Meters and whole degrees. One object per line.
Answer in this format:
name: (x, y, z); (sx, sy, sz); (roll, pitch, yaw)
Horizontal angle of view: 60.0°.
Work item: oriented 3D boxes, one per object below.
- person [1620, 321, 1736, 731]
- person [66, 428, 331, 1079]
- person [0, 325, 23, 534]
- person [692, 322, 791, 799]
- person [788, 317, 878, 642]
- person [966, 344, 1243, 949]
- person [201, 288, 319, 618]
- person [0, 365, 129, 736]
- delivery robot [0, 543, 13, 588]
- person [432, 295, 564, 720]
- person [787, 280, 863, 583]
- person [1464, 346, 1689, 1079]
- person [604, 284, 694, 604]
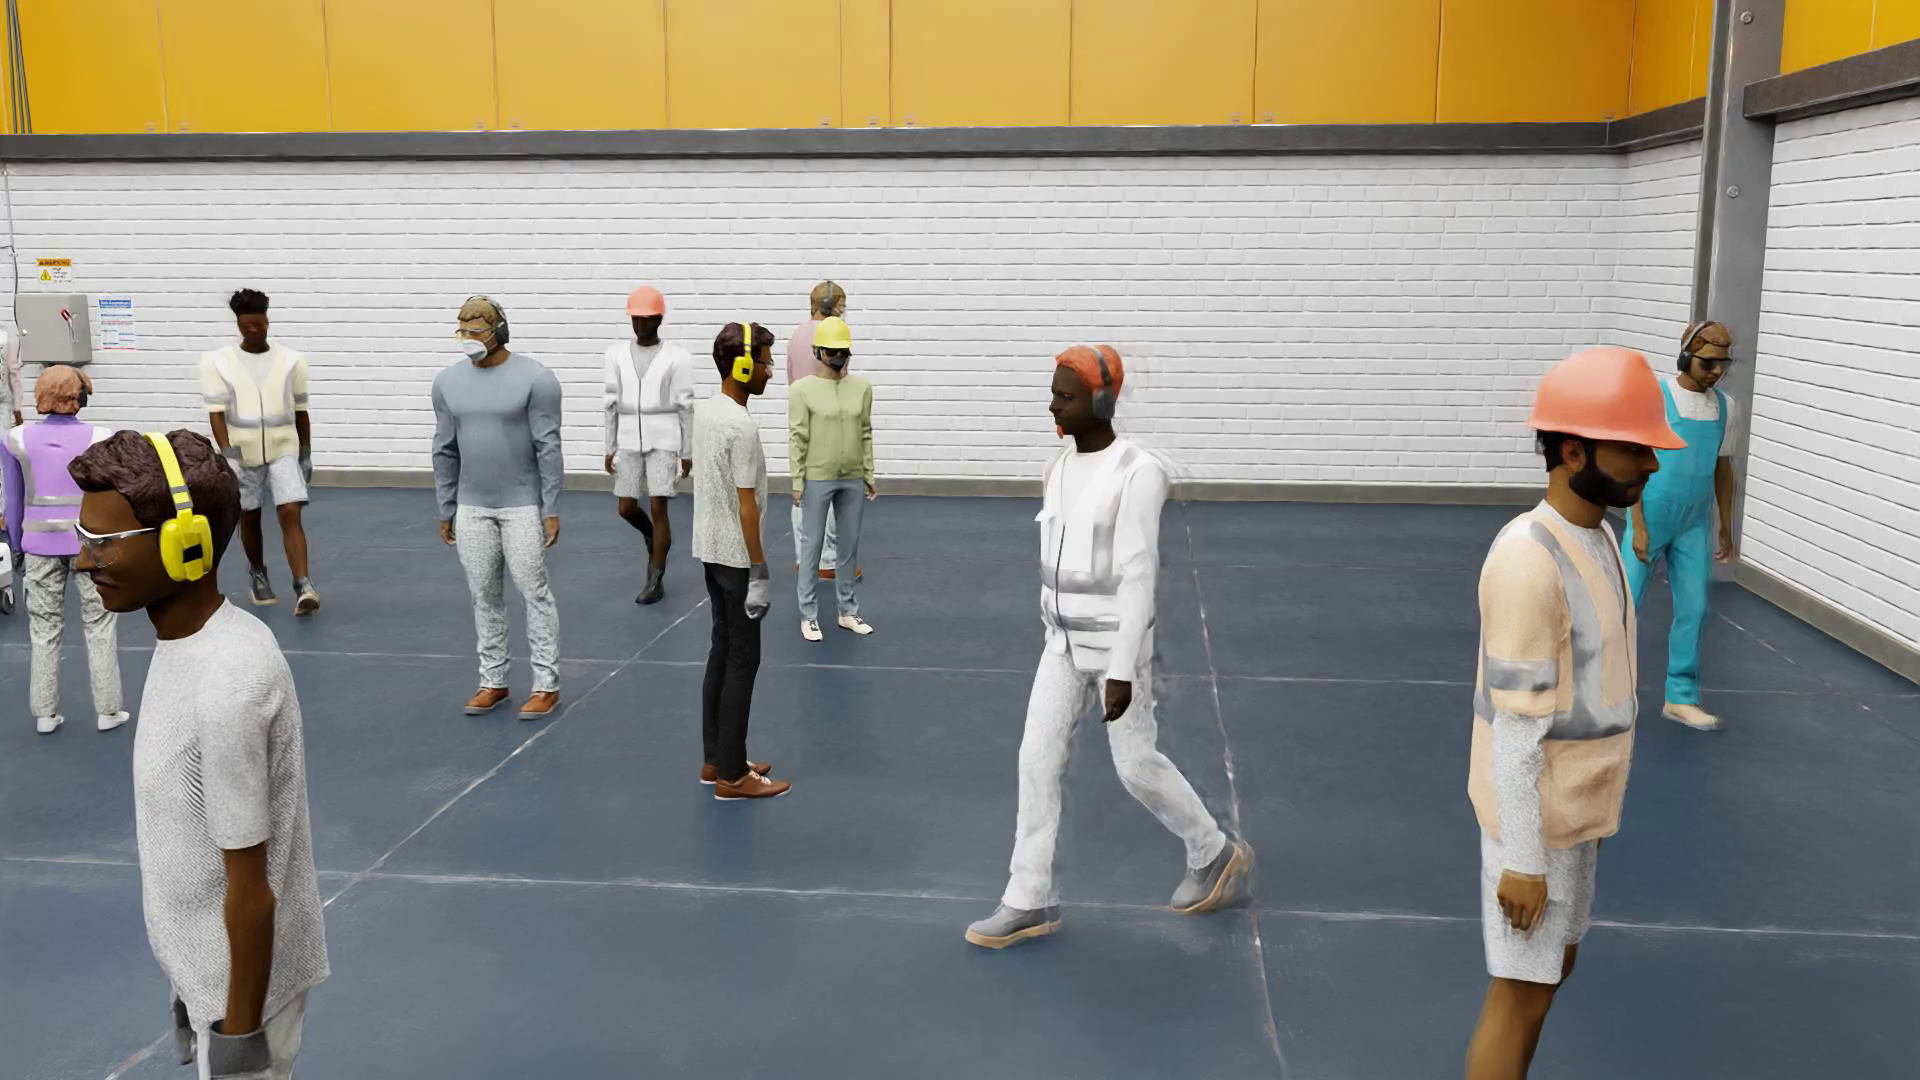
person: (3.107, -0.063, 7.401); (0.702, 1.821, 0.519); (-2, 10, -12)
person: (-1.194, 0.741, 2.697); (0.322, 1.860, 0.517); (-5, 11, -26)
person: (-7.512, -1.027, 12.707); (0.631, 1.902, 1.005); (-7, 12, -33)
person: (-0.855, 0.088, 6.454); (0.346, 1.856, 0.527); (-5, 11, -28)
person: (-0.686, -0.333, 9.105); (0.534, 1.767, 0.313); (-7, 12, -33)
person: (0.473, 0.318, 5.153); (0.913, 1.855, 0.572); (-7, 12, -33)
person: (-4.048, -0.502, 9.669); (0.588, 1.896, 1.052); (-6, 11, -29)
person: (-3.899, 0.050, 7.304); (0.524, 1.631, 0.313); (-3, 10, -14)
delivery robot: (-5.676, 0.173, 9.402); (0.477, 0.478, 0.707); (-1, 10, -7)
person: (-2.098, -0.146, 7.585); (0.636, 1.929, 0.373); (2, 10, 12)
person: (-0.889, -0.695, 10.686); (0.372, 1.939, 0.629); (-6, 12, -32)
person: (1.268, 0.565, 3.485); (0.377, 1.933, 0.551); (6, 12, 33)
person: (-1.881, -0.596, 10.156); (0.558, 1.925, 0.629); (2, 10, 9)
